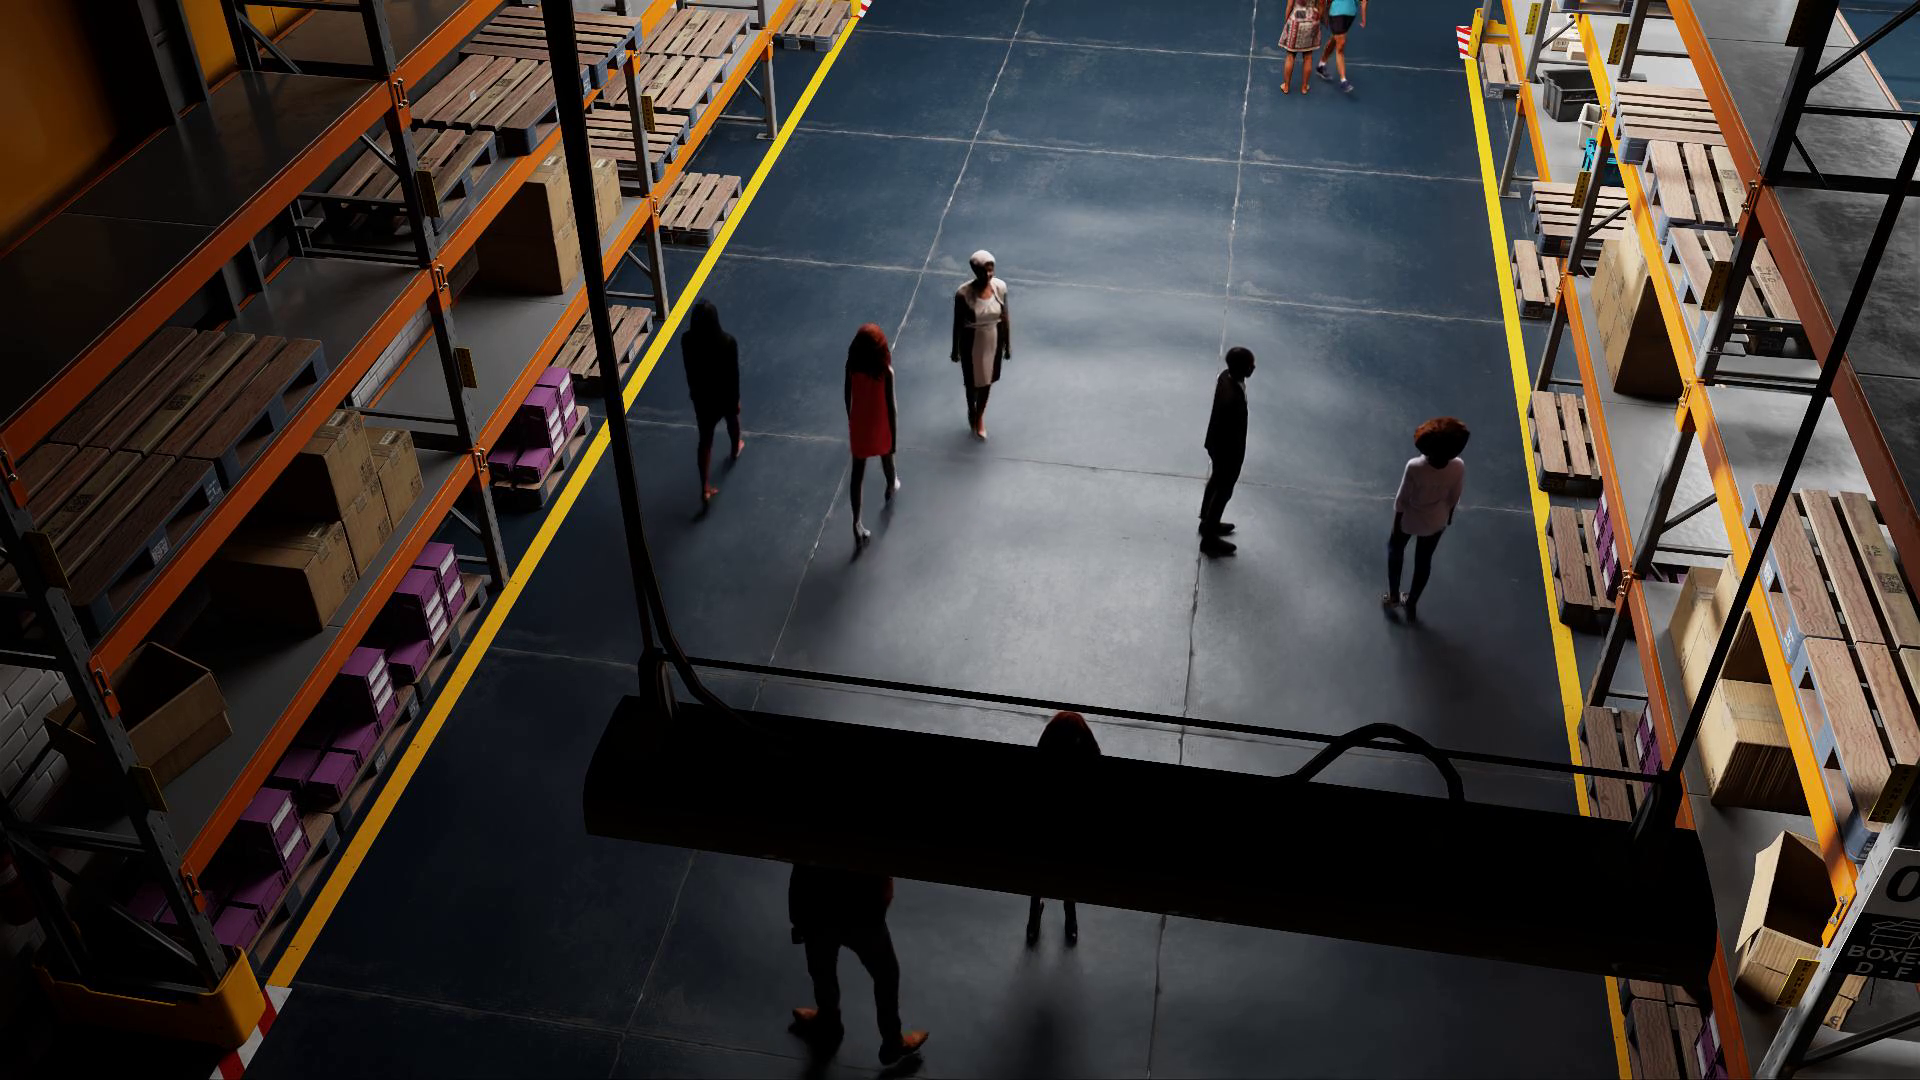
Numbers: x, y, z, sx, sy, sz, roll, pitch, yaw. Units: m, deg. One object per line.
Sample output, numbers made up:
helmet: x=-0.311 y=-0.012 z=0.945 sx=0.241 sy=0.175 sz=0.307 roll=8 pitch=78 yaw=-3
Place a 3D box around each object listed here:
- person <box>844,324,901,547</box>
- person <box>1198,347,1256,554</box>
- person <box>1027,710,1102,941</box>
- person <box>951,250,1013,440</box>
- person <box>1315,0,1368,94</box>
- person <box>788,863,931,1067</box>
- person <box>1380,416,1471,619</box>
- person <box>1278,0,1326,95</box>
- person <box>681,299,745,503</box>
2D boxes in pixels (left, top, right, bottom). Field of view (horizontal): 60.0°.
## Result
person: x=-0.709 y=-0.770 z=12.740 sx=0.705 sy=1.779 sz=1.136 roll=11 pitch=40 yaw=13
person: x=2.012 y=-0.695 z=12.631 sx=0.748 sy=1.799 sz=0.547 roll=0 pitch=39 yaw=1
person: x=0.591 y=1.661 z=9.656 sx=0.637 sy=1.828 sz=0.602 roll=2 pitch=39 yaw=3
person: x=0.147 y=-1.658 z=13.880 sx=0.794 sy=1.744 sz=0.835 roll=-13 pitch=40 yaw=-16
person: x=4.459 y=-6.214 z=19.594 sx=0.958 sy=1.732 sz=1.164 roll=-13 pitch=40 yaw=-15
person: x=-0.679 y=2.115 z=9.039 sx=1.020 sy=1.889 sz=0.844 roll=-10 pitch=40 yaw=-13
person: x=3.349 y=-0.110 z=11.981 sx=0.655 sy=1.695 sz=0.618 roll=3 pitch=39 yaw=3
person: x=4.007 y=-6.033 z=19.437 sx=0.675 sy=1.645 sz=0.566 roll=2 pitch=39 yaw=2
person: x=-1.980 y=-1.093 z=13.225 sx=0.658 sy=1.678 sz=1.210 roll=5 pitch=39 yaw=6
